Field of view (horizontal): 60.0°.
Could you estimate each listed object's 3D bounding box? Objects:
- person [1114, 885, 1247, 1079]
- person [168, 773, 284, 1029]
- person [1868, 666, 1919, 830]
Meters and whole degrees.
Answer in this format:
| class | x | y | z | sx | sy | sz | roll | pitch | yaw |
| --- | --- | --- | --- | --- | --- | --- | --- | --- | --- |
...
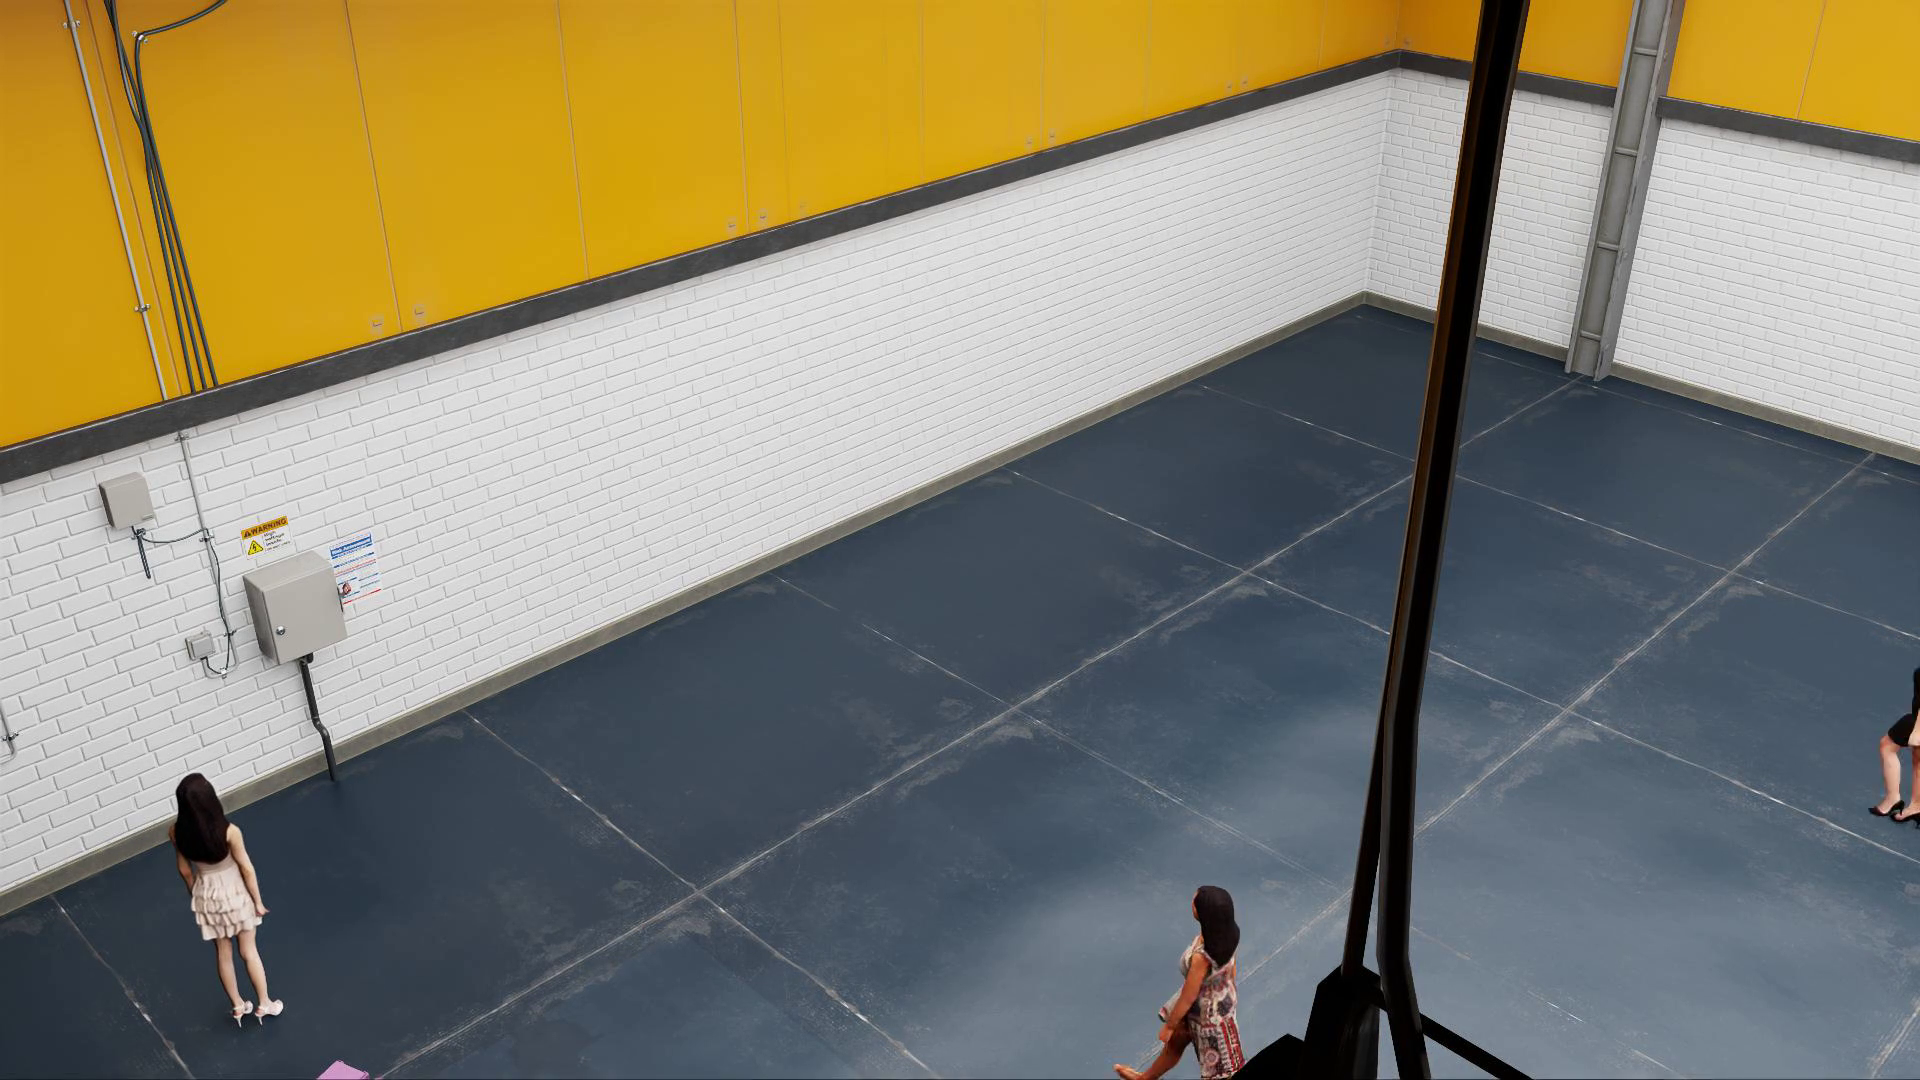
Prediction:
| class | x | y | z | sx | sy | sz | roll | pitch | yaw |
| --- | --- | --- | --- | --- | --- | --- | --- | --- | --- |
| person | 1.383 | 2.538 | 8.735 | 1.195 | 1.593 | 0.855 | 13 | 31 | 23 |
| person | -4.189 | 2.064 | 9.456 | 0.650 | 1.735 | 0.716 | 1 | 29 | 2 |
| person | 6.507 | 1.247 | 11.061 | 0.593 | 1.631 | 0.603 | -23 | 36 | -36 |
